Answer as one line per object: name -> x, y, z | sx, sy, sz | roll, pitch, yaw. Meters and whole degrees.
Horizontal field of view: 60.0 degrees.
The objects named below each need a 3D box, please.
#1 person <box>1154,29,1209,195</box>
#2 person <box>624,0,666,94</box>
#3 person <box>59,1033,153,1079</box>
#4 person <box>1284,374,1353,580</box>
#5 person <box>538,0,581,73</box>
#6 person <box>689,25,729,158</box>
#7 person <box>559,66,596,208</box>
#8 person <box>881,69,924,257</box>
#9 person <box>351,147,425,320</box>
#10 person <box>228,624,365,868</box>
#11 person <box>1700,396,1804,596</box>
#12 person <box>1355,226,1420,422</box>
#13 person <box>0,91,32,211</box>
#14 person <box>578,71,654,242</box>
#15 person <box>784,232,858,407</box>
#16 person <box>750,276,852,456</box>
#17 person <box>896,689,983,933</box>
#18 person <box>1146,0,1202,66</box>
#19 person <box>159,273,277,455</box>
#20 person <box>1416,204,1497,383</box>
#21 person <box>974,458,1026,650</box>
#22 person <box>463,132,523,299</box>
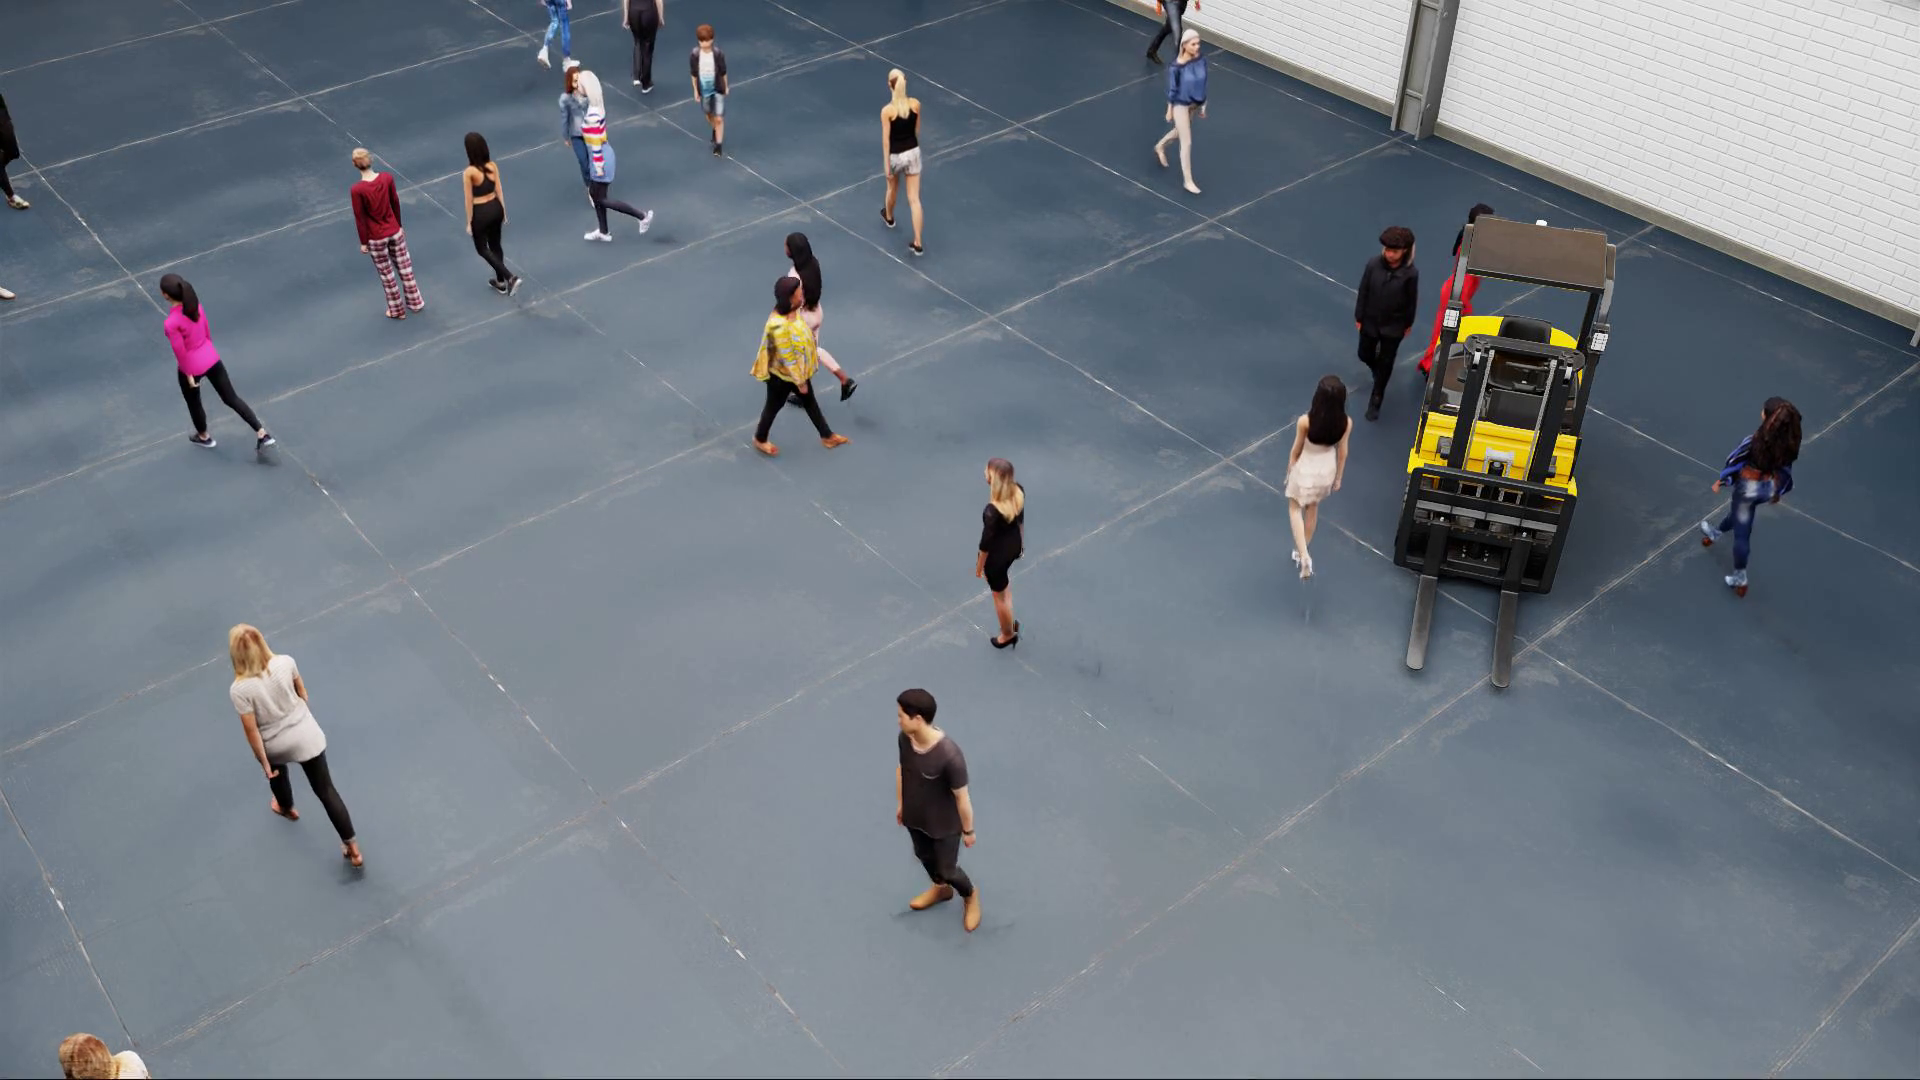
person -> 2.298, -4.538, 17.408 | 0.709, 1.659, 1.167 | -23, 44, -26
person -> -3.672, -5.980, 19.154 | 0.752, 1.724, 0.818 | 3, 39, 4
person -> -3.791, 2.961, 7.920 | 1.210, 1.771, 1.053 | 8, 39, 9
person -> 2.594, -0.404, 12.172 | 0.819, 1.723, 0.909 | -2, 39, -2
person -> -4.812, -6.332, 19.561 | 0.846, 1.776, 0.779 | 20, 43, 24
person -> -2.701, -4.915, 18.075 | 0.909, 1.406, 1.016 | -1, 39, -1
person -> -3.897, -4.193, 17.127 | 0.675, 1.461, 0.888 | -20, 43, -23
person -> -0.510, -3.665, 16.204 | 0.865, 1.787, 1.263 | -14, 41, -16
person -> -5.271, -2.811, 15.203 | 0.541, 1.701, 0.641 | 28, 47, 31
person -> -3.991, 1.261, 10.040 | 0.636, 1.782, 1.189 | -31, 48, -33
person -> 5.825, -0.294, 12.146 | 0.943, 1.585, 1.095 | -6, 39, -7
person -> 3.586, -1.898, 14.017 | 1.010, 1.755, 0.983 | 11, 40, 14
person -> -9.963, -4.266, 16.952 | 0.985, 1.793, 0.811 | 20, 43, 23
person -> -3.427, -3.714, 16.265 | 1.015, 1.787, 1.017 | -3, 39, -4
person -> -1.222, -1.787, 13.920 | 1.035, 1.703, 0.883 | 16, 41, 19
person -> -1.492, -1.353, 13.459 | 1.184, 1.600, 1.093 | 7, 39, 9
person -> -0.130, 1.589, 9.712 | 0.563, 1.679, 0.848 | 22, 43, 25
person -> 2.481, -6.352, 19.608 | 0.648, 1.738, 1.136 | -26, 45, -29
person -> -6.054, -1.382, 13.449 | 1.199, 1.668, 0.925 | 16, 41, 19
person -> 4.180, -2.068, 14.225 | 0.856, 1.772, 0.792 | 0, 39, 0
person -> 0.364, 0.143, 11.534 | 0.655, 1.665, 0.635 | 21, 43, 25
person -> -4.356, -2.976, 15.469 | 0.877, 1.628, 0.654 | 27, 46, 30
